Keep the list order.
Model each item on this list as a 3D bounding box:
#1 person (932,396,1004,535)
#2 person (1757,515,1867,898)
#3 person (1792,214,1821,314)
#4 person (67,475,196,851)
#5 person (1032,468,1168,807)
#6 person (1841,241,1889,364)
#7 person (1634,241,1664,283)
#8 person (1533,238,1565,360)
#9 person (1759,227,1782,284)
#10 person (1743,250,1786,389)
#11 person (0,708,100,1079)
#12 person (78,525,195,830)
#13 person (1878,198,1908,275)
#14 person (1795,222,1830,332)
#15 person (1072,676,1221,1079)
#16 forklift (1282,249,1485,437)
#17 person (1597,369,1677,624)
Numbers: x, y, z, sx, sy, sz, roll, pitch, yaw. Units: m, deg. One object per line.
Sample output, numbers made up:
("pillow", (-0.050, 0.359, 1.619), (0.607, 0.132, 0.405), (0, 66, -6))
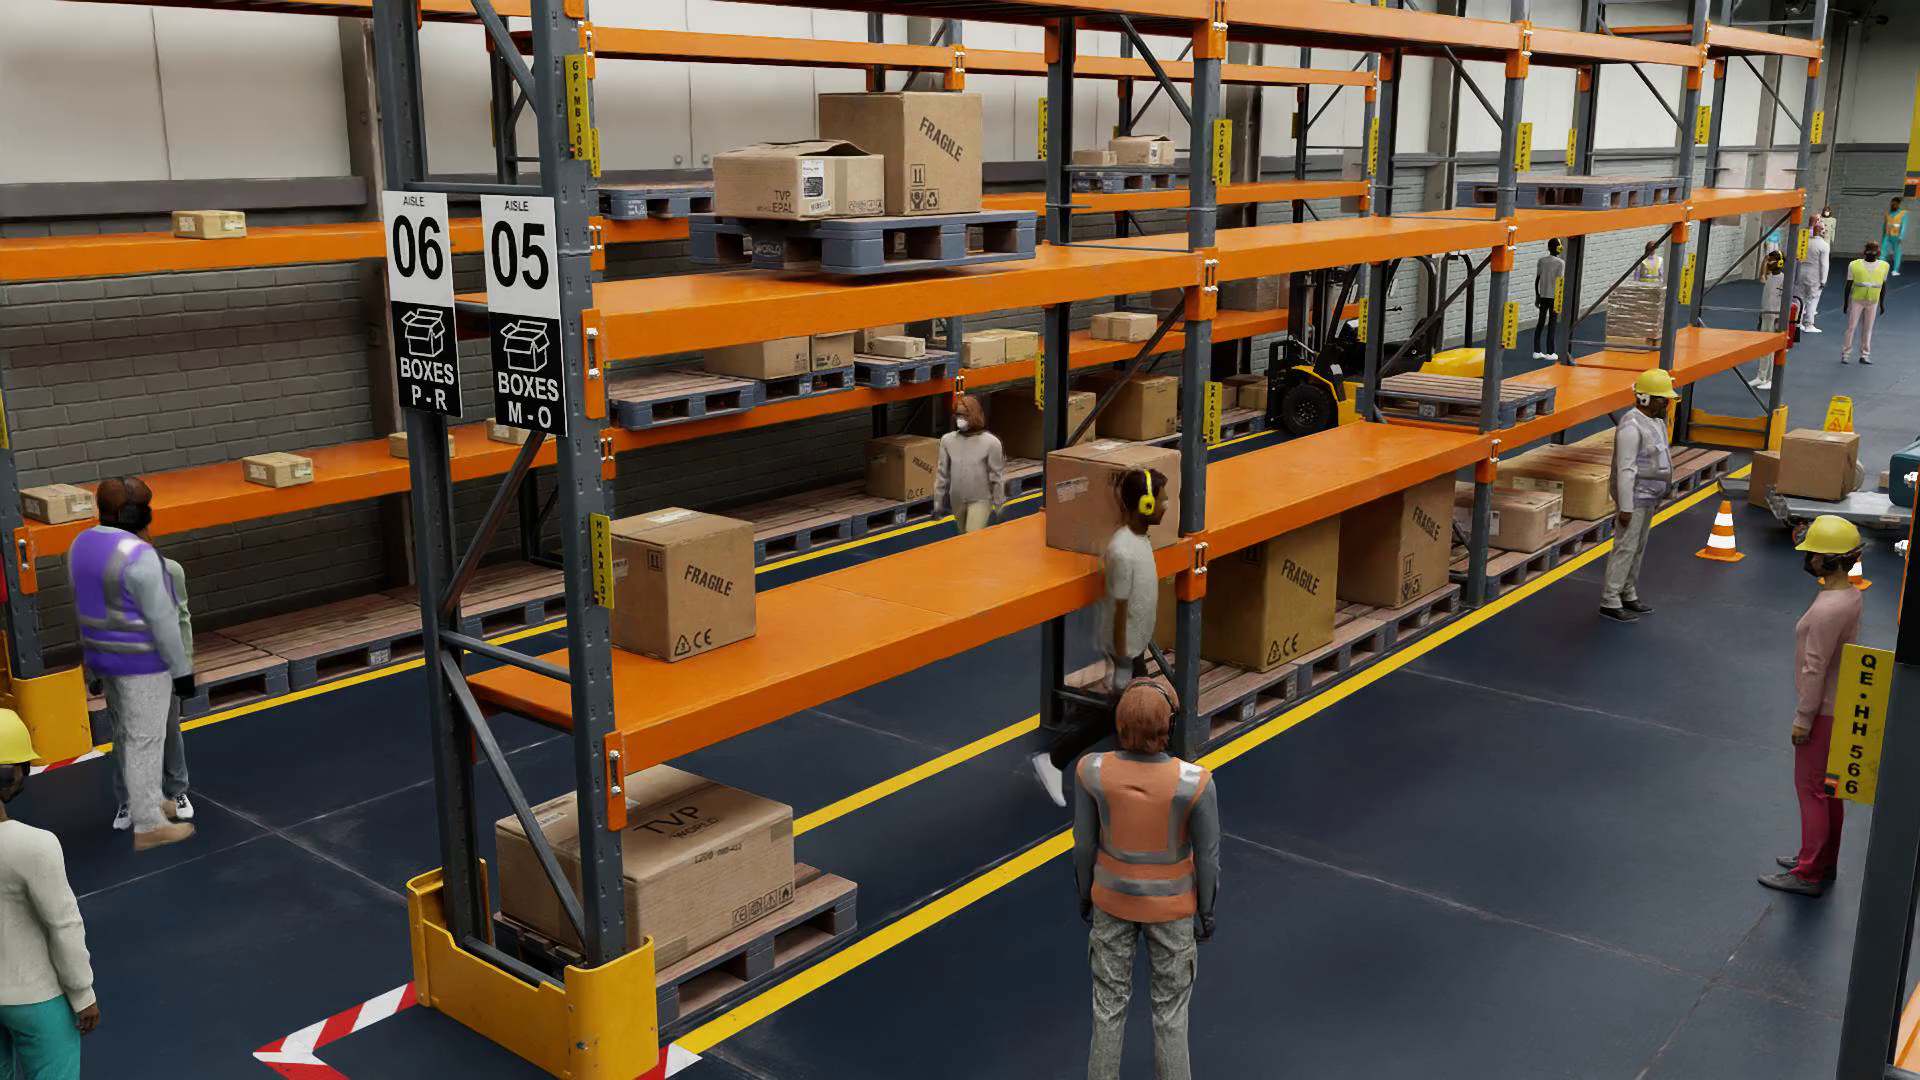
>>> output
("person", (0.085, -0.271, 12.091), (0.516, 1.596, 0.845), (8, 16, 29))
("person", (3.910, 0.752, 7.596), (0.337, 1.757, 0.518), (10, 17, 36))
("person", (16.287, -5.284, 31.885), (0.400, 1.899, 0.648), (-3, 14, -13))
("person", (-4.014, 0.590, 8.104), (0.640, 1.840, 0.429), (10, 17, 34))
("person", (0.794, 0.539, 8.324), (0.842, 1.834, 0.519), (4, 14, 15))
("person", (13.591, -3.568, 25.003), (0.568, 1.840, 0.374), (3, 14, 11))
("person", (11.698, -4.269, 28.302), (0.515, 1.632, 0.313), (-2, 14, -7))
("person", (9.042, -3.694, 25.482), (0.313, 1.860, 0.538), (-9, 16, -32))
("person", (18.610, -6.854, 38.001), (0.608, 2.035, 0.403), (-10, 17, -35))
("person", (10.996, -2.985, 22.572), (0.329, 1.873, 0.516), (-1, 14, -6))
("person", (-2.874, 1.368, 5.083), (0.523, 1.760, 0.327), (3, 14, 11))
("person", (-4.097, 0.636, 8.319), (0.503, 1.631, 0.283), (-6, 15, -23))
("person", (22.551, -7.339, 40.294), (0.987, 1.867, 0.613), (-8, 16, -28))
("person", (14.871, -4.569, 28.981), (0.401, 1.900, 0.636), (-4, 14, -17))
("person", (0.636, 1.265, 5.741), (0.514, 1.643, 0.307), (5, 15, 18))
("forklift", (4.886, -2.214, 18.767), (2.313, 2.155, 1.214), (11, 18, 38))
("person", (4.825, -0.313, 11.813), (0.403, 1.820, 0.594), (11, 17, 37))
